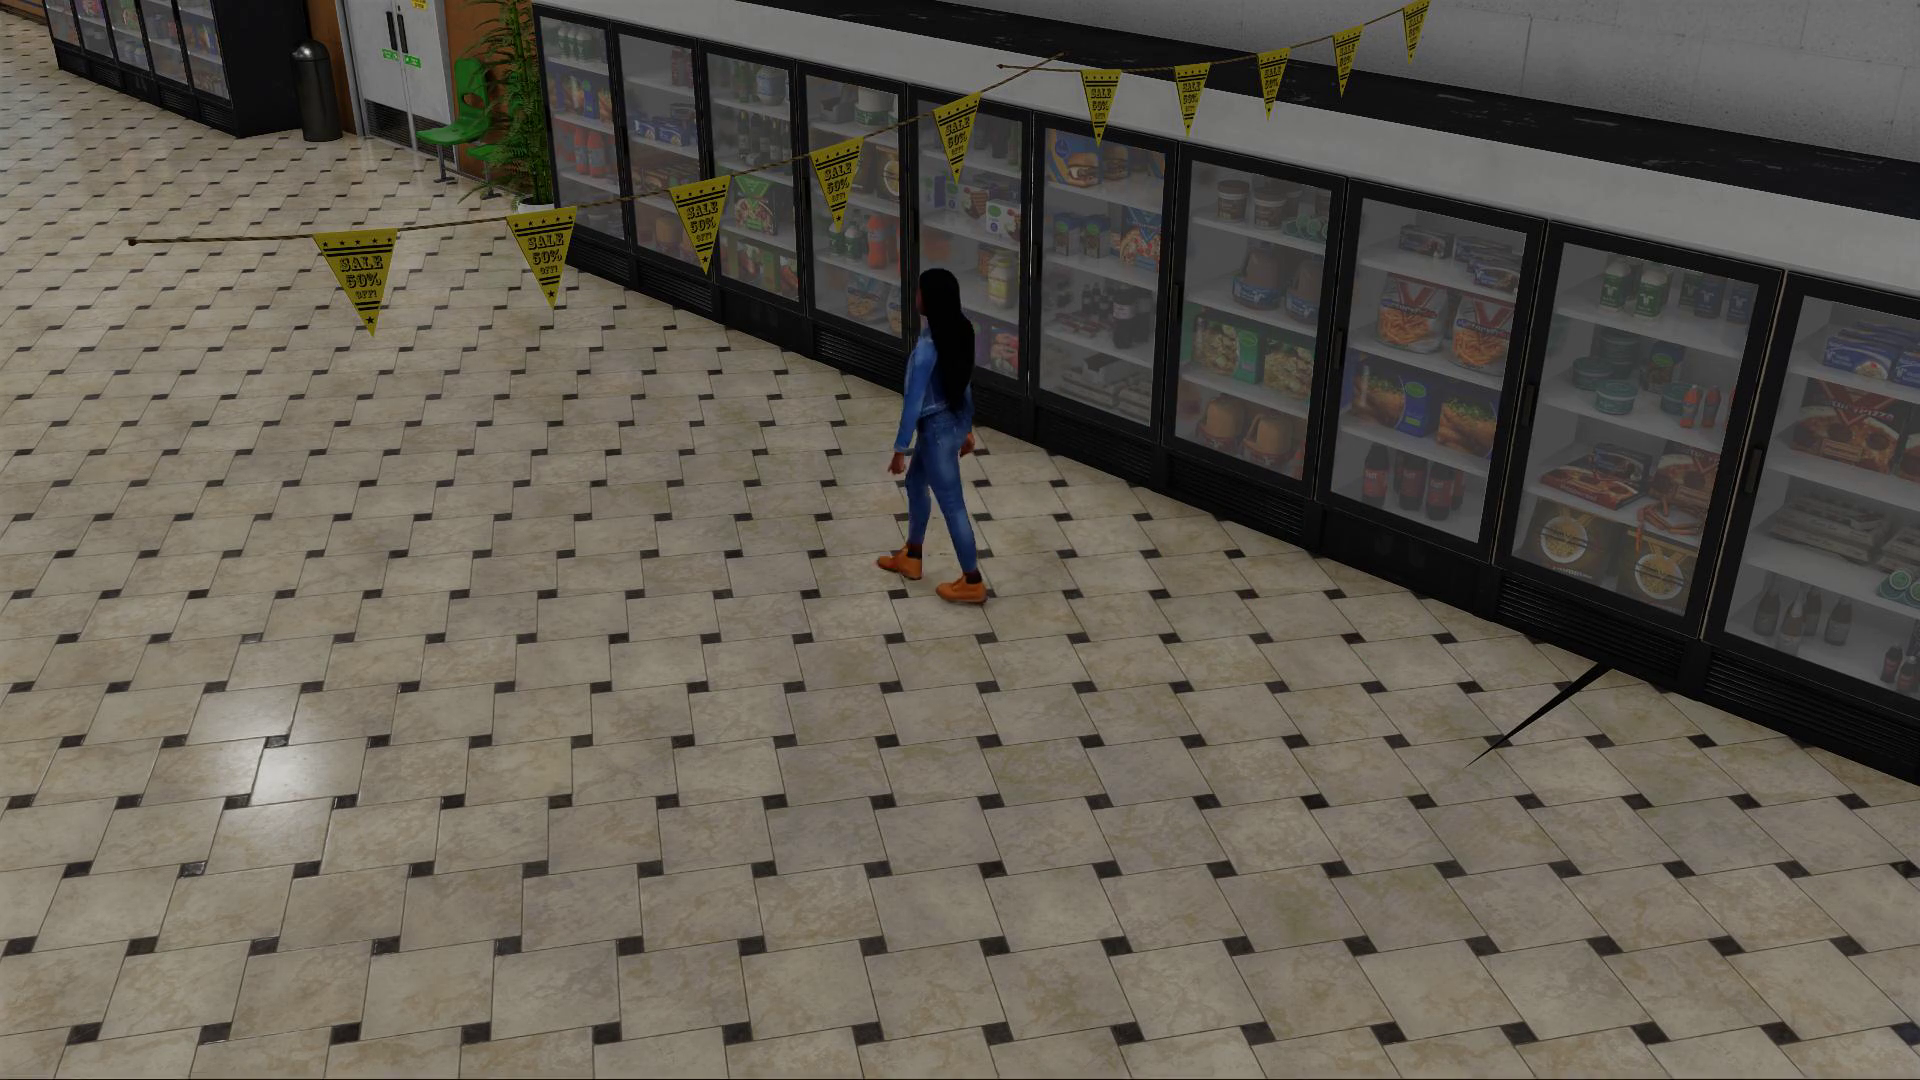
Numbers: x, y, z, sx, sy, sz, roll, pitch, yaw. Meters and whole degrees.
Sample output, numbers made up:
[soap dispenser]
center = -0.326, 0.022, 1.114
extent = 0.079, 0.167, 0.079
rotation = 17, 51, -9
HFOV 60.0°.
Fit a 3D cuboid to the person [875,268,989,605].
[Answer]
[person]
center = -0.001, -0.453, 7.957
extent = 0.893, 1.694, 0.925
rotation = 11, 29, 20
